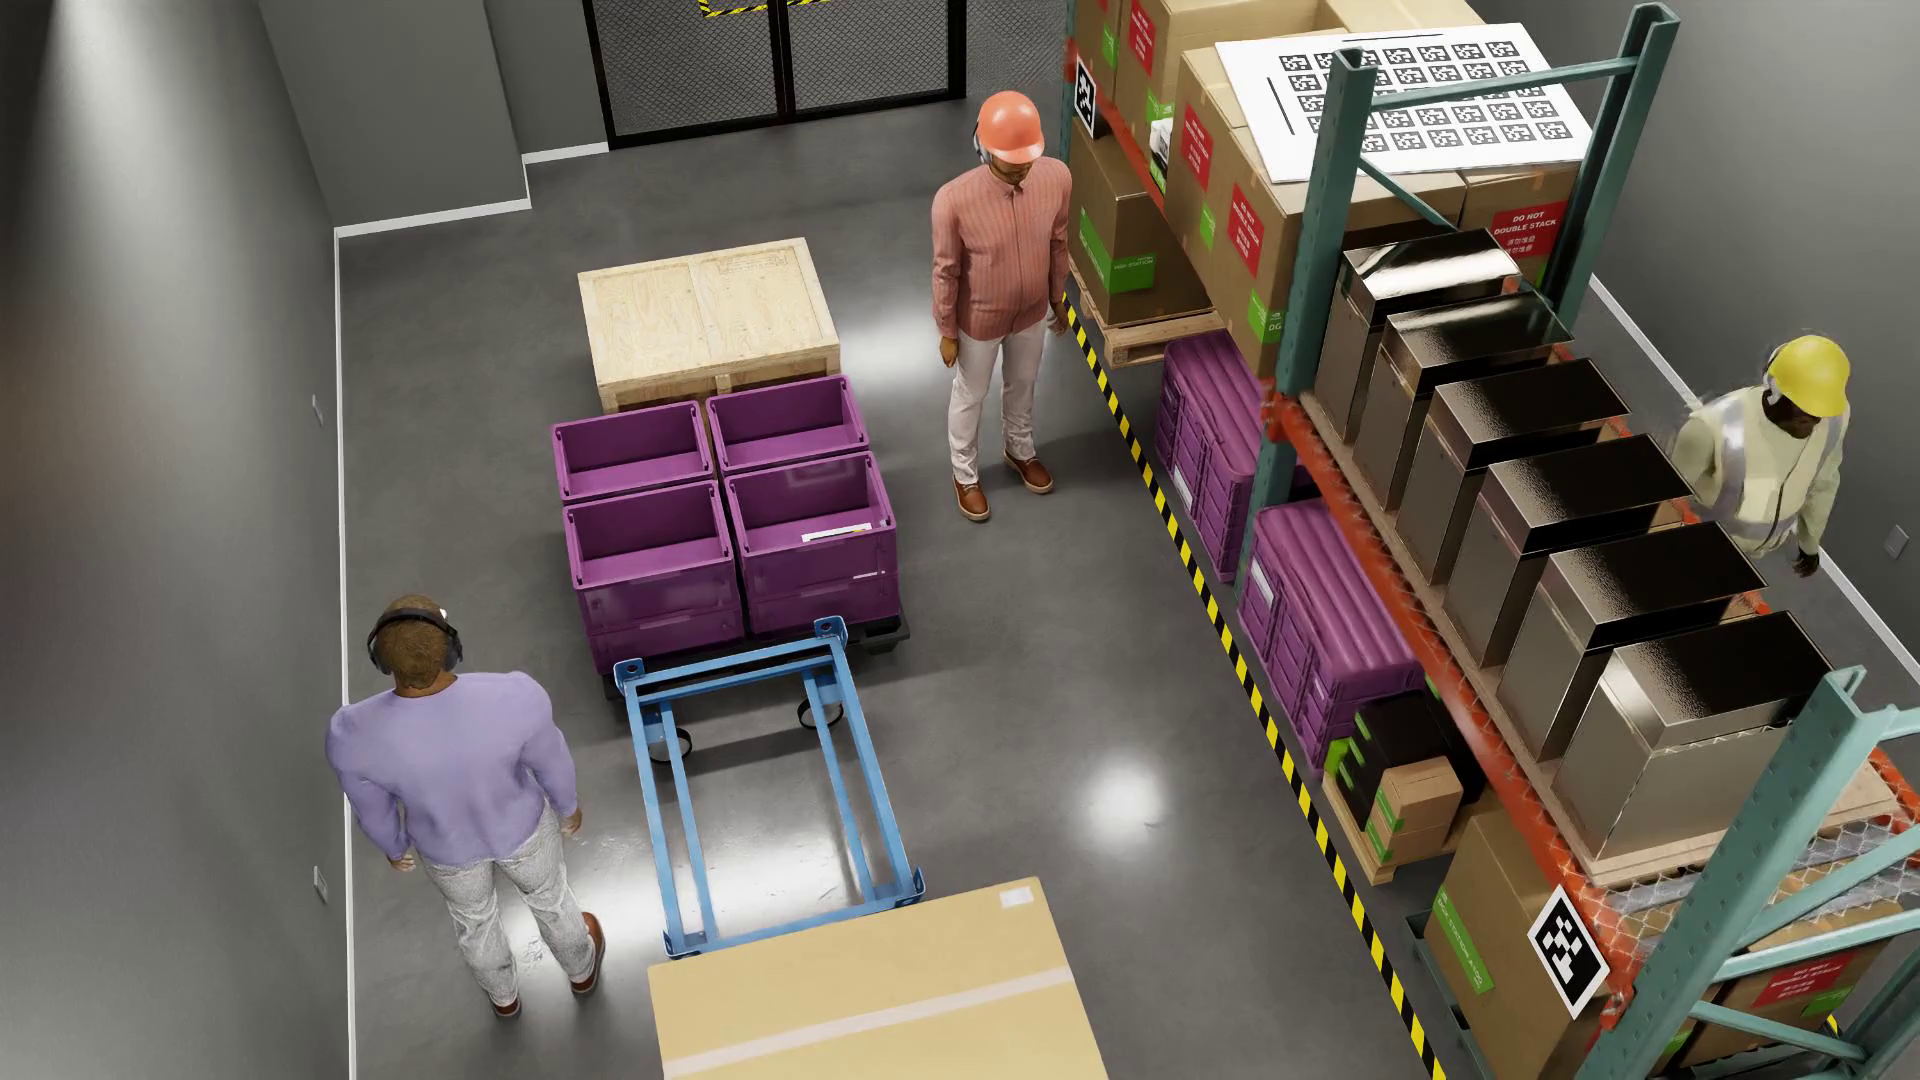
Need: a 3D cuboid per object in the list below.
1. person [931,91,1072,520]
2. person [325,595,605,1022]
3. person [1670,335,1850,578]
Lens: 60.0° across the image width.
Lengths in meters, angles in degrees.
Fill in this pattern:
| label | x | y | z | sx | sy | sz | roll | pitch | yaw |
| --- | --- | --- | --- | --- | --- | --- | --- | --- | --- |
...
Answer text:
| label | x | y | z | sx | sy | sz | roll | pitch | yaw |
| --- | --- | --- | --- | --- | --- | --- | --- | --- | --- |
| person | 0.175 | -0.926 | 6.699 | 0.611 | 1.995 | 0.381 | -23 | 51 | -19 |
| person | -1.470 | 0.866 | 5.091 | 0.632 | 1.938 | 0.359 | -12 | 49 | -11 |
| person | 2.812 | 0.021 | 5.957 | 0.615 | 1.790 | 0.871 | -10 | 48 | -9 |
